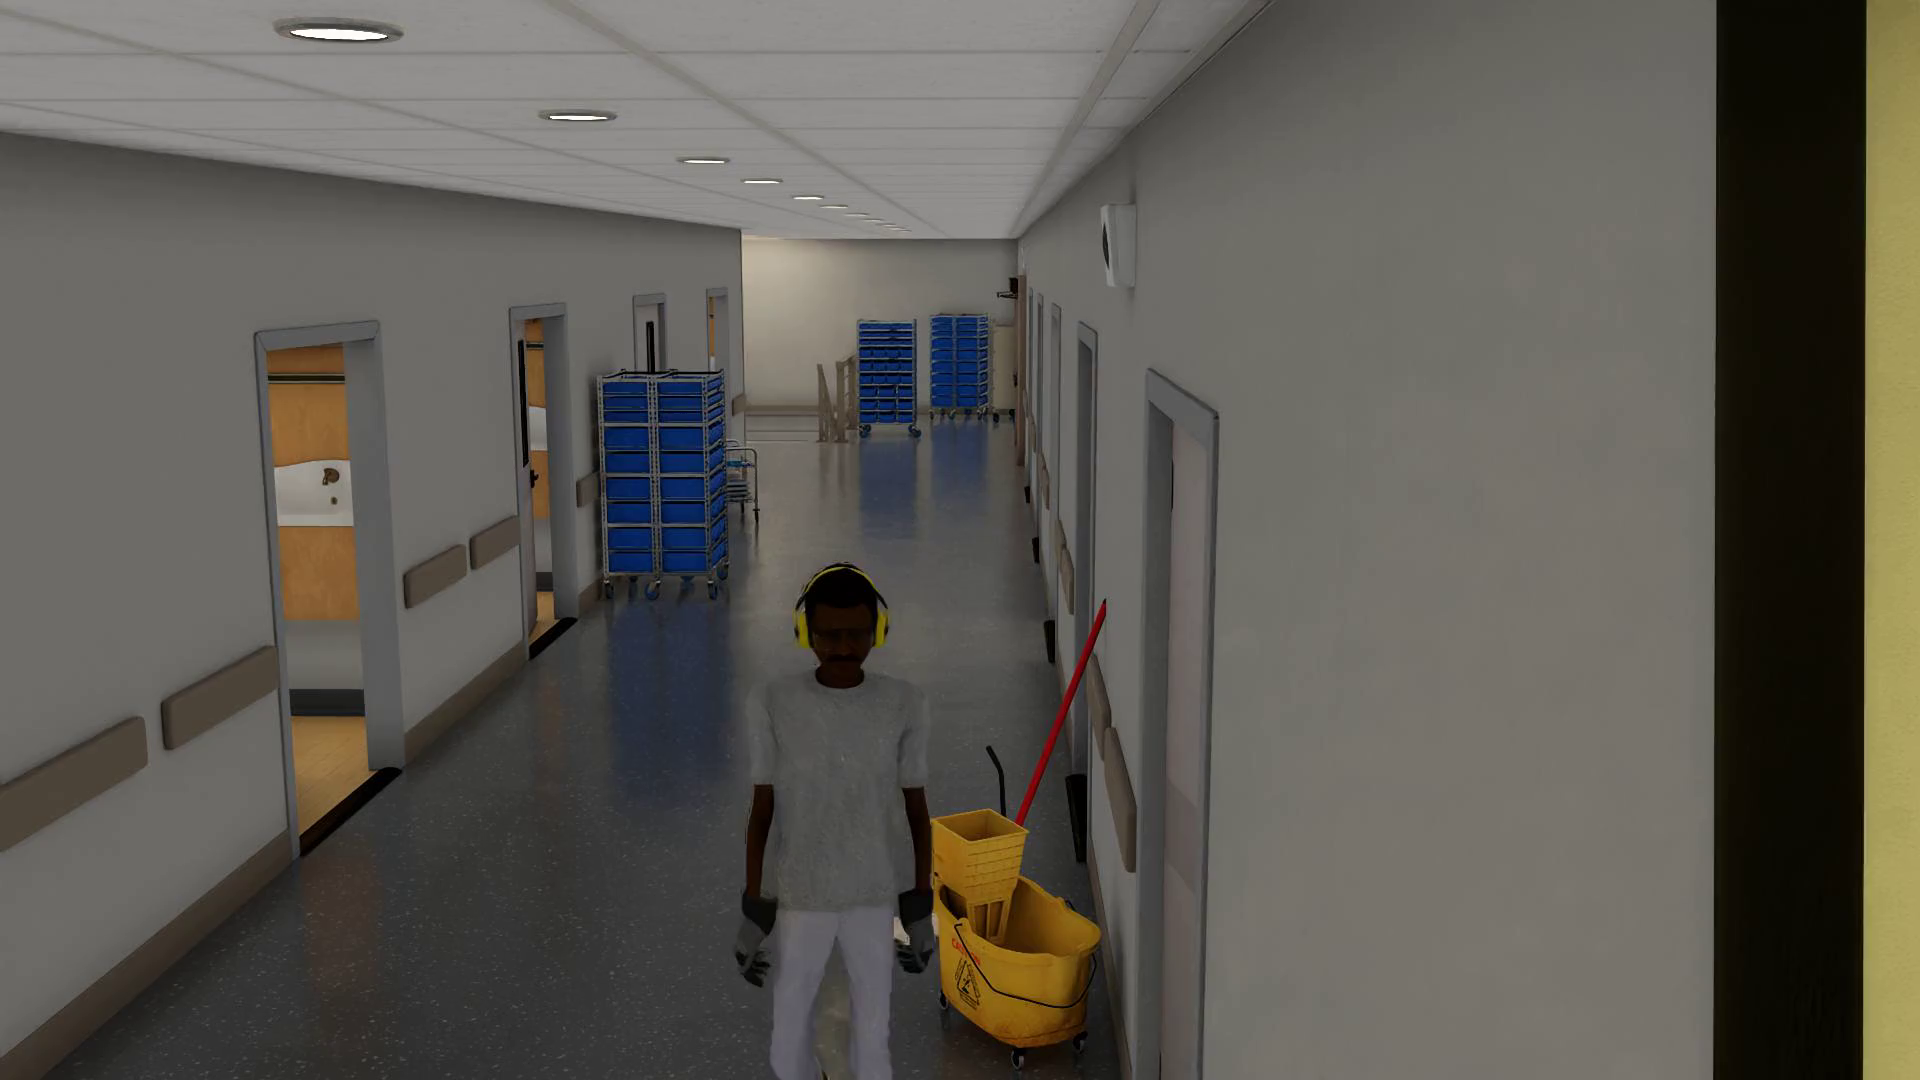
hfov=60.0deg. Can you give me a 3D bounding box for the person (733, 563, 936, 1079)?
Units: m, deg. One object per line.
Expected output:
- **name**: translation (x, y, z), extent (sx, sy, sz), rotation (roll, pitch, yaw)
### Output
- **person**: translation (-0.331, 0.969, 4.432), extent (0.549, 1.849, 0.571), rotation (-1, 10, -7)
